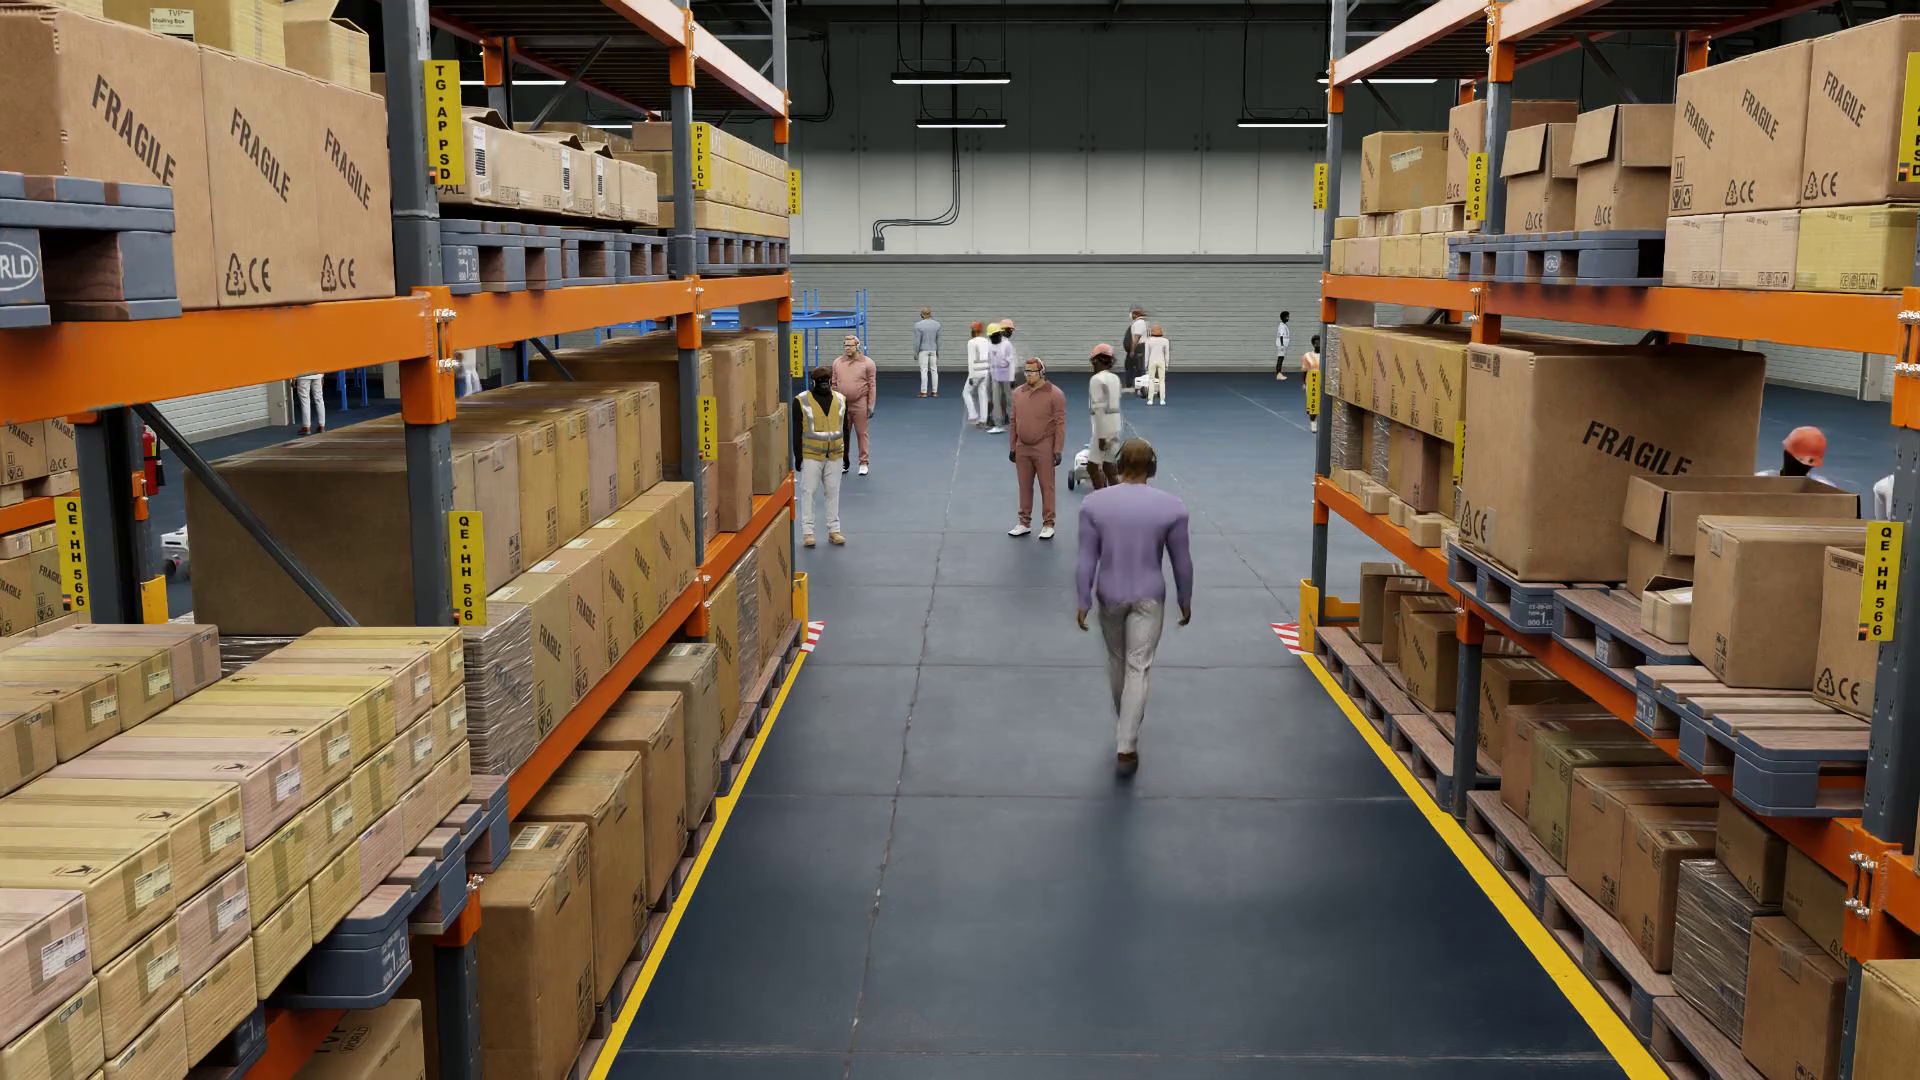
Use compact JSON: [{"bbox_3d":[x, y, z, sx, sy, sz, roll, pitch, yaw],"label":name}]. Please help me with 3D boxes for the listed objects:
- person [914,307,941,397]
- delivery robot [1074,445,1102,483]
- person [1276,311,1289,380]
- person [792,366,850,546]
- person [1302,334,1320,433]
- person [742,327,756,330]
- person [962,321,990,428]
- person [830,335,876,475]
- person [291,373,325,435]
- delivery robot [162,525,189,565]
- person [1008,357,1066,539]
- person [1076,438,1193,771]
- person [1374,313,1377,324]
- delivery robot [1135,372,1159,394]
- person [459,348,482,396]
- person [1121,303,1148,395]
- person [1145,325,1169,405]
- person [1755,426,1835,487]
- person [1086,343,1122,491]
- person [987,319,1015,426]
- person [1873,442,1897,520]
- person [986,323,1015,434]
[{"bbox_3d":[-0.713,-4.062,35.999,0.627,1.934,0.370,-5,11,-27],"label":"person"},{"bbox_3d":[1.666,-0.995,21.593,0.477,0.478,0.707,1,10,6],"label":"delivery robot"},{"bbox_3d":[8.010,-4.825,41.268,0.317,1.697,0.540,3,10,17],"label":"person"},{"bbox_3d":[-1.421,-0.868,17.143,0.632,1.843,0.429,-4,10,-25],"label":"person"},{"bbox_3d":[6.148,-2.714,28.679,0.538,1.676,0.630,0,9,-2],"label":"person"},{"bbox_3d":[-3.836,-3.067,30.352,0.584,1.841,0.503,0,9,0],"label":"person"},{"bbox_3d":[0.280,-2.919,29.355,0.576,1.861,0.604,8,12,40],"label":"person"},{"bbox_3d":[-1.480,-1.850,22.827,0.652,1.906,0.408,3,10,16],"label":"person"},{"bbox_3d":[-11.067,-2.766,28.220,0.401,1.939,0.602,8,13,41],"label":"person"},{"bbox_3d":[-7.129,0.004,15.611,0.477,0.478,0.707,3,10,17],"label":"delivery robot"},{"bbox_3d":[0.789,-0.971,17.567,0.651,1.906,0.402,6,11,32],"label":"person"},{"bbox_3d":[1.037,0.339,9.776,0.657,1.880,1.028,2,10,14],"label":"person"},{"bbox_3d":[10.638,-5.304,43.518,0.643,1.908,0.410,7,12,36],"label":"person"},{"bbox_3d":[4.066,-3.399,35.995,0.477,0.478,0.707,-3,10,-20],"label":"delivery robot"},{"bbox_3d":[-9.156,-3.168,30.882,0.478,1.860,0.514,4,10,21],"label":"person"},{"bbox_3d":[3.786,-4.202,36.643,0.724,2.000,0.705,1,9,3],"label":"person"},{"bbox_3d":[4.023,-3.584,34.022,0.501,1.636,0.280,1,9,3],"label":"person"},{"bbox_3d":[5.204,0.208,10.585,0.591,1.878,0.636,4,10,24],"label":"person"},{"bbox_3d":[1.626,-1.206,18.715,0.546,1.992,0.649,6,11,33],"label":"person"},{"bbox_3d":[0.724,-2.990,29.740,0.688,1.897,0.565,-2,10,-15],"label":"person"},{"bbox_3d":[6.075,0.234,10.542,0.346,1.855,0.713,-3,10,-18],"label":"person"},{"bbox_3d":[0.801,-2.776,28.464,0.804,1.875,0.683,-8,13,-40],"label":"person"}]
